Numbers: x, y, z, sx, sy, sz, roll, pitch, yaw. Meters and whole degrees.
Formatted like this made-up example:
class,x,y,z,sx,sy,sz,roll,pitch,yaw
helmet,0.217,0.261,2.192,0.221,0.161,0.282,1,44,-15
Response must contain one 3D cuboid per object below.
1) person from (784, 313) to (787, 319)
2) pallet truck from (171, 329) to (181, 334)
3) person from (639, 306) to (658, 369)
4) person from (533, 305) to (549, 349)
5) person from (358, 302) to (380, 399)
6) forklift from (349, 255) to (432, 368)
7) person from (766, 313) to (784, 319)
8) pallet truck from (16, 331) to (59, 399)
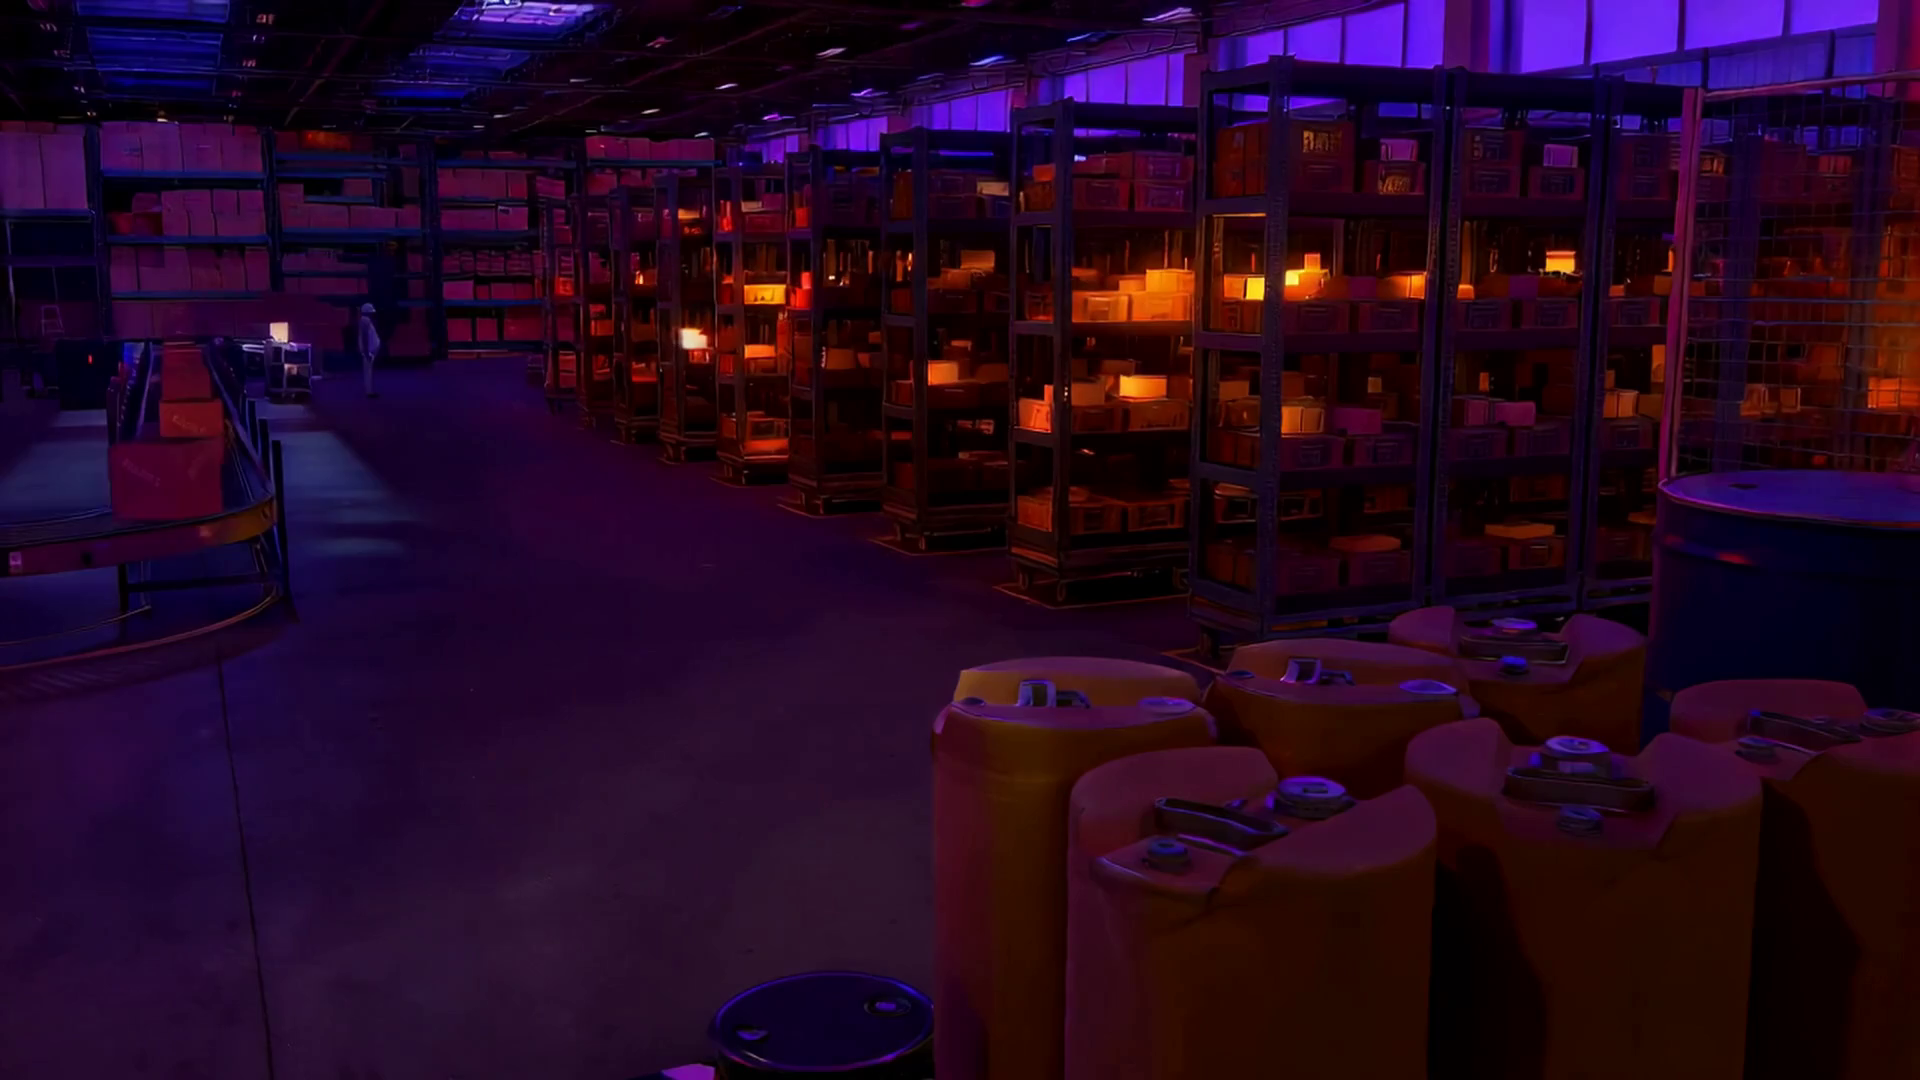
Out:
class,x,y,z,sx,sy,sz,roll,pitch,yaw
person,-3.511,-4.313,35.967,0.641,1.878,0.836,5,10,28
pallet truck,-17.275,-3.851,35.096,1.601,1.201,0.680,0,9,1
person,-6.573,-4.209,35.502,0.567,1.810,0.516,3,10,17
person,-12.419,-6.474,49.453,1.013,1.853,0.658,-4,10,-23
person,-11.265,-3.610,31.732,0.403,1.827,0.600,-3,10,-16
forklift,-14.335,-5.736,41.675,1.873,2.768,1.129,-4,10,-25
person,-4.742,-5.297,42.497,0.571,1.731,0.395,2,9,12
pallet truck,-17.082,-3.353,31.781,1.630,1.274,0.653,-4,10,-25
